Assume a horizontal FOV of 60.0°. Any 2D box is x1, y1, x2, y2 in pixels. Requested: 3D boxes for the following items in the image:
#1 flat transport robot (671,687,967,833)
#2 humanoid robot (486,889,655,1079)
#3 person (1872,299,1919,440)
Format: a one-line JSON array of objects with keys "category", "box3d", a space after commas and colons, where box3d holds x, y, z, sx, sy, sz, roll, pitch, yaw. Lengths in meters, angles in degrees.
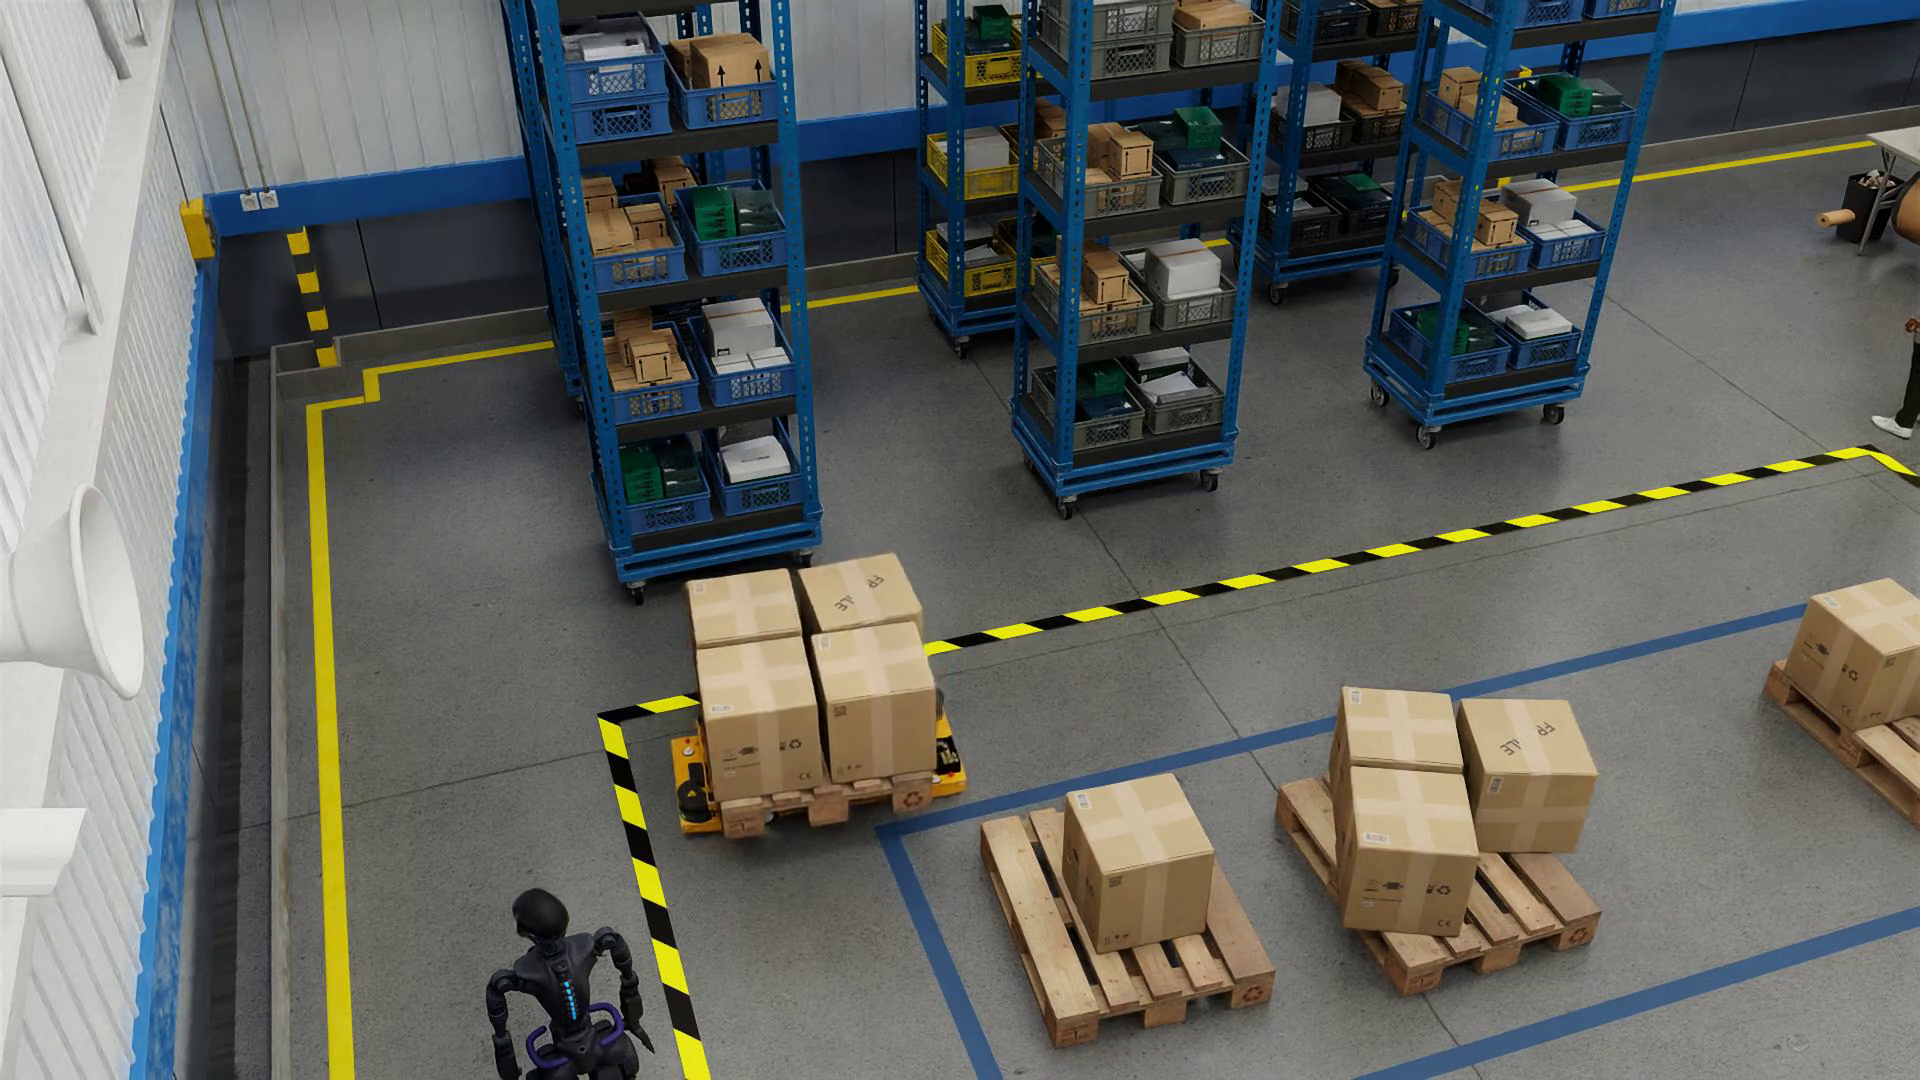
[{"category": "flat transport robot", "box3d": [-0.732, 1.099, 8.473, 1.431, 0.197, 0.652, -7, 36, -10]}, {"category": "humanoid robot", "box3d": [-1.420, 1.901, 6.123, 0.599, 1.659, 0.315, -18, 39, -24]}, {"category": "person", "box3d": [6.449, -1.523, 10.842, 0.597, 1.850, 0.384, -10, 36, -13]}]
